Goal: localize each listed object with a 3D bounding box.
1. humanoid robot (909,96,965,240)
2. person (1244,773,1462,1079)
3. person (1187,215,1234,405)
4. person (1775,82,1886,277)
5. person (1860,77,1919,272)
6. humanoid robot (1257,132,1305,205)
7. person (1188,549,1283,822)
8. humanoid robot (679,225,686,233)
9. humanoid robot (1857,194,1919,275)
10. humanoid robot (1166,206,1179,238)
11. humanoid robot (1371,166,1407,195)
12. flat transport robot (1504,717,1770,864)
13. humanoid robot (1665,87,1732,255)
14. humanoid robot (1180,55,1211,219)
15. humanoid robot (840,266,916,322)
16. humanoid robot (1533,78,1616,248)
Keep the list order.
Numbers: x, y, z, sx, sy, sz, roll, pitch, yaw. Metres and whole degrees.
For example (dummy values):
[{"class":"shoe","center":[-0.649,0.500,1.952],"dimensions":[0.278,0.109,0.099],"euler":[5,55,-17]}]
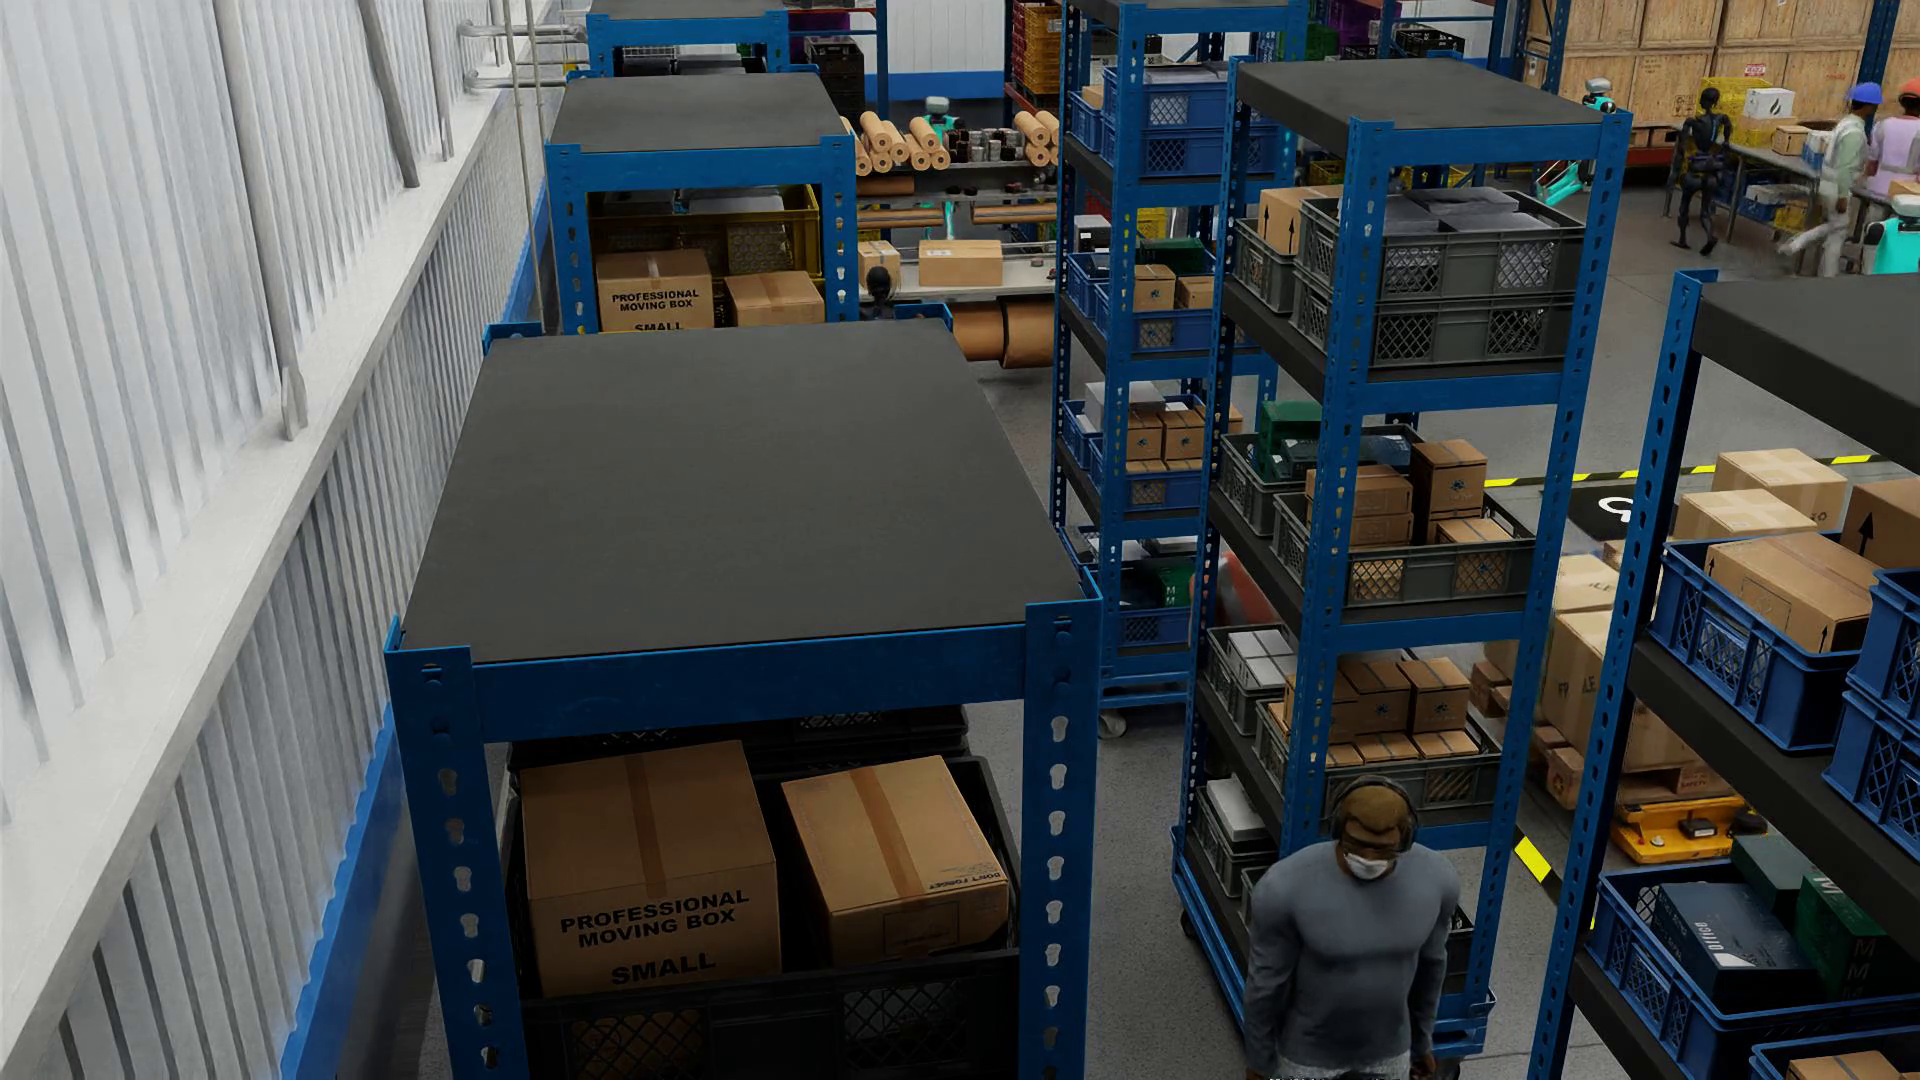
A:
[{"class":"humanoid robot","center":[-0.176,-3.134,15.407],"dimensions":[0.547,1.810,0.903],"euler":[-4,25,-8]},{"class":"person","center":[1.149,1.518,5.004],"dimensions":[0.629,1.936,0.367],"euler":[-4,25,-9]},{"class":"person","center":[1.675,-1.260,11.143],"dimensions":[0.385,1.850,0.598],"euler":[-4,25,-9]},{"class":"person","center":[8.108,-3.270,15.427],"dimensions":[0.654,1.927,0.618],"euler":[10,26,20]},{"class":"person","center":[8.458,-3.131,14.998],"dimensions":[0.417,2.035,0.633],"euler":[-13,28,-26]},{"class":"humanoid robot","center":[3.100,-3.310,15.745],"dimensions":[0.551,1.792,0.817],"euler":[-10,26,-20]},{"class":"person","center":[1.201,0.636,6.888],"dimensions":[0.603,1.964,0.368],"euler":[-13,28,-26]},{"class":"humanoid robot","center":[-2.680,-3.190,15.556],"dimensions":[0.604,1.646,0.481],"euler":[12,27,25]},{"class":"humanoid robot","center":[6.652,-1.544,11.736],"dimensions":[0.533,1.677,0.735],"euler":[0,25,0]},{"class":"humanoid robot","center":[2.267,-3.746,16.529],"dimensions":[0.533,1.673,0.735],"euler":[4,25,10]},{"class":"humanoid robot","center":[3.504,-2.433,13.899],"dimensions":[0.328,1.649,0.590],"euler":[22,32,39]},{"class":"flat transport robot","center":[3.205,1.044,7.996],"dimensions":[0.652,0.197,1.431],"euler":[-4,25,-8]},{"class":"humanoid robot","center":[7.457,-3.683,16.656],"dimensions":[0.601,1.634,0.661],"euler":[-4,25,-9]},{"class":"humanoid robot","center":[2.531,-4.253,17.830],"dimensions":[0.547,1.828,0.671],"euler":[14,28,28]},{"class":"humanoid robot","center":[-0.504,-0.926,10.644],"dimensions":[0.635,1.638,0.392],"euler":[0,25,0]},{"class":"humanoid robot","center":[5.981,-3.687,16.435],"dimensions":[0.730,1.695,0.535],"euler":[-2,25,-4]}]
